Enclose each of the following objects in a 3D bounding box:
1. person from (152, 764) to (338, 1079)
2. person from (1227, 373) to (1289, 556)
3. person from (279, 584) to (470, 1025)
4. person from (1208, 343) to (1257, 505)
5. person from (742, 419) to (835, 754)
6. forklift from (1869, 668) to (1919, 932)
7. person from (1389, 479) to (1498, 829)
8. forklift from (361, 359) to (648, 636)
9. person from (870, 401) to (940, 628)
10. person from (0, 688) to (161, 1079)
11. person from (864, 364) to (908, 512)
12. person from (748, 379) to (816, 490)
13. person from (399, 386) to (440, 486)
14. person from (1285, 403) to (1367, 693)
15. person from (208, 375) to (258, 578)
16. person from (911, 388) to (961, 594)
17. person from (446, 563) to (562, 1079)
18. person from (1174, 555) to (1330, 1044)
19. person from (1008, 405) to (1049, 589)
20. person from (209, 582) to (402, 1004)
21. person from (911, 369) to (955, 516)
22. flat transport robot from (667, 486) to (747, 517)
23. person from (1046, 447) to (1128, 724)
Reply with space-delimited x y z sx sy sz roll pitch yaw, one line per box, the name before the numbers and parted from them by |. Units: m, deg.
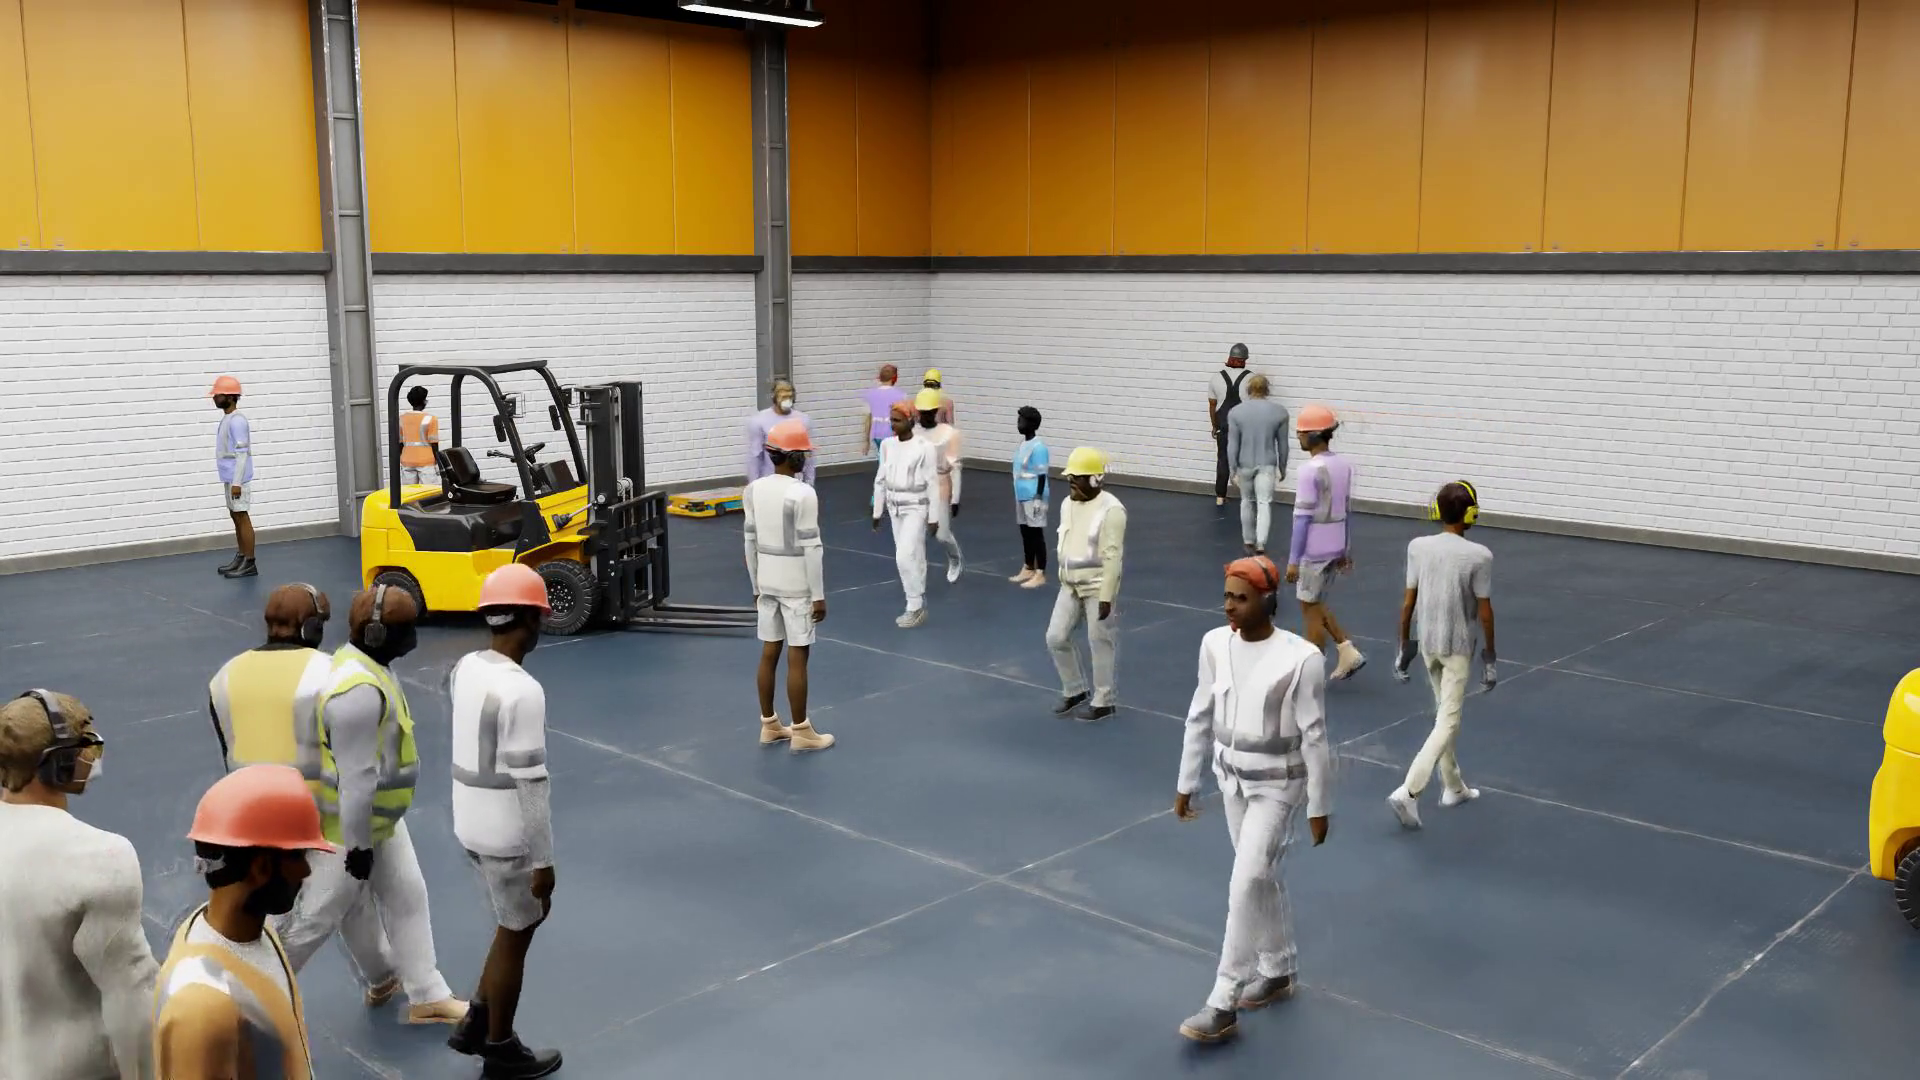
person | -1.606 1.429 3.590 0.690 1.907 0.548 -3 10 -18
person | 3.038 -0.757 17.008 0.632 1.894 1.005 1 9 9
person | -2.373 1.047 6.314 0.946 1.788 0.627 -2 9 -10
person | 3.466 -1.447 20.783 0.687 2.000 0.538 4 10 23
person | -1.047 0.280 10.183 0.605 2.045 0.386 8 12 41
forklift | 5.205 0.723 7.013 2.313 2.155 1.214 9 13 43
person | 2.569 0.599 8.882 0.881 1.845 0.539 -8 12 -40
forklift | -3.850 -0.407 13.936 2.313 2.155 1.214 2 9 11
person | -0.477 -0.206 13.706 0.579 1.865 0.573 -9 13 -44
person | -2.233 1.319 4.138 0.638 1.936 0.356 3 10 18
person | -0.903 -1.226 20.168 0.554 1.802 0.905 6 11 31
person | -1.651 -0.543 15.590 0.651 1.923 0.430 -5 10 -26
person | -5.853 -0.823 18.031 0.535 1.693 0.318 3 10 20
person | 2.487 0.068 11.523 0.489 2.031 0.605 6 11 34
person | -6.967 -0.608 15.941 0.347 1.943 0.544 -6 11 -33
person | -0.234 -0.456 15.179 0.590 1.896 0.854 4 10 23
person | -1.593 1.039 5.962 0.411 1.903 0.567 -7 12 -37
person | 1.059 0.988 6.432 0.865 1.848 0.602 -7 12 -37
person | 0.646 -0.398 15.405 0.317 1.695 0.540 -4 10 -21
person | -2.472 1.048 6.306 0.664 1.770 0.996 2 9 12
person | -0.324 -1.152 19.815 0.525 1.769 0.315 1 9 3
flat transport robot | -2.903 -0.477 20.249 0.652 0.197 1.431 7 12 38
person | 0.807 0.305 10.740 0.483 1.815 0.596 -7 12 -38
